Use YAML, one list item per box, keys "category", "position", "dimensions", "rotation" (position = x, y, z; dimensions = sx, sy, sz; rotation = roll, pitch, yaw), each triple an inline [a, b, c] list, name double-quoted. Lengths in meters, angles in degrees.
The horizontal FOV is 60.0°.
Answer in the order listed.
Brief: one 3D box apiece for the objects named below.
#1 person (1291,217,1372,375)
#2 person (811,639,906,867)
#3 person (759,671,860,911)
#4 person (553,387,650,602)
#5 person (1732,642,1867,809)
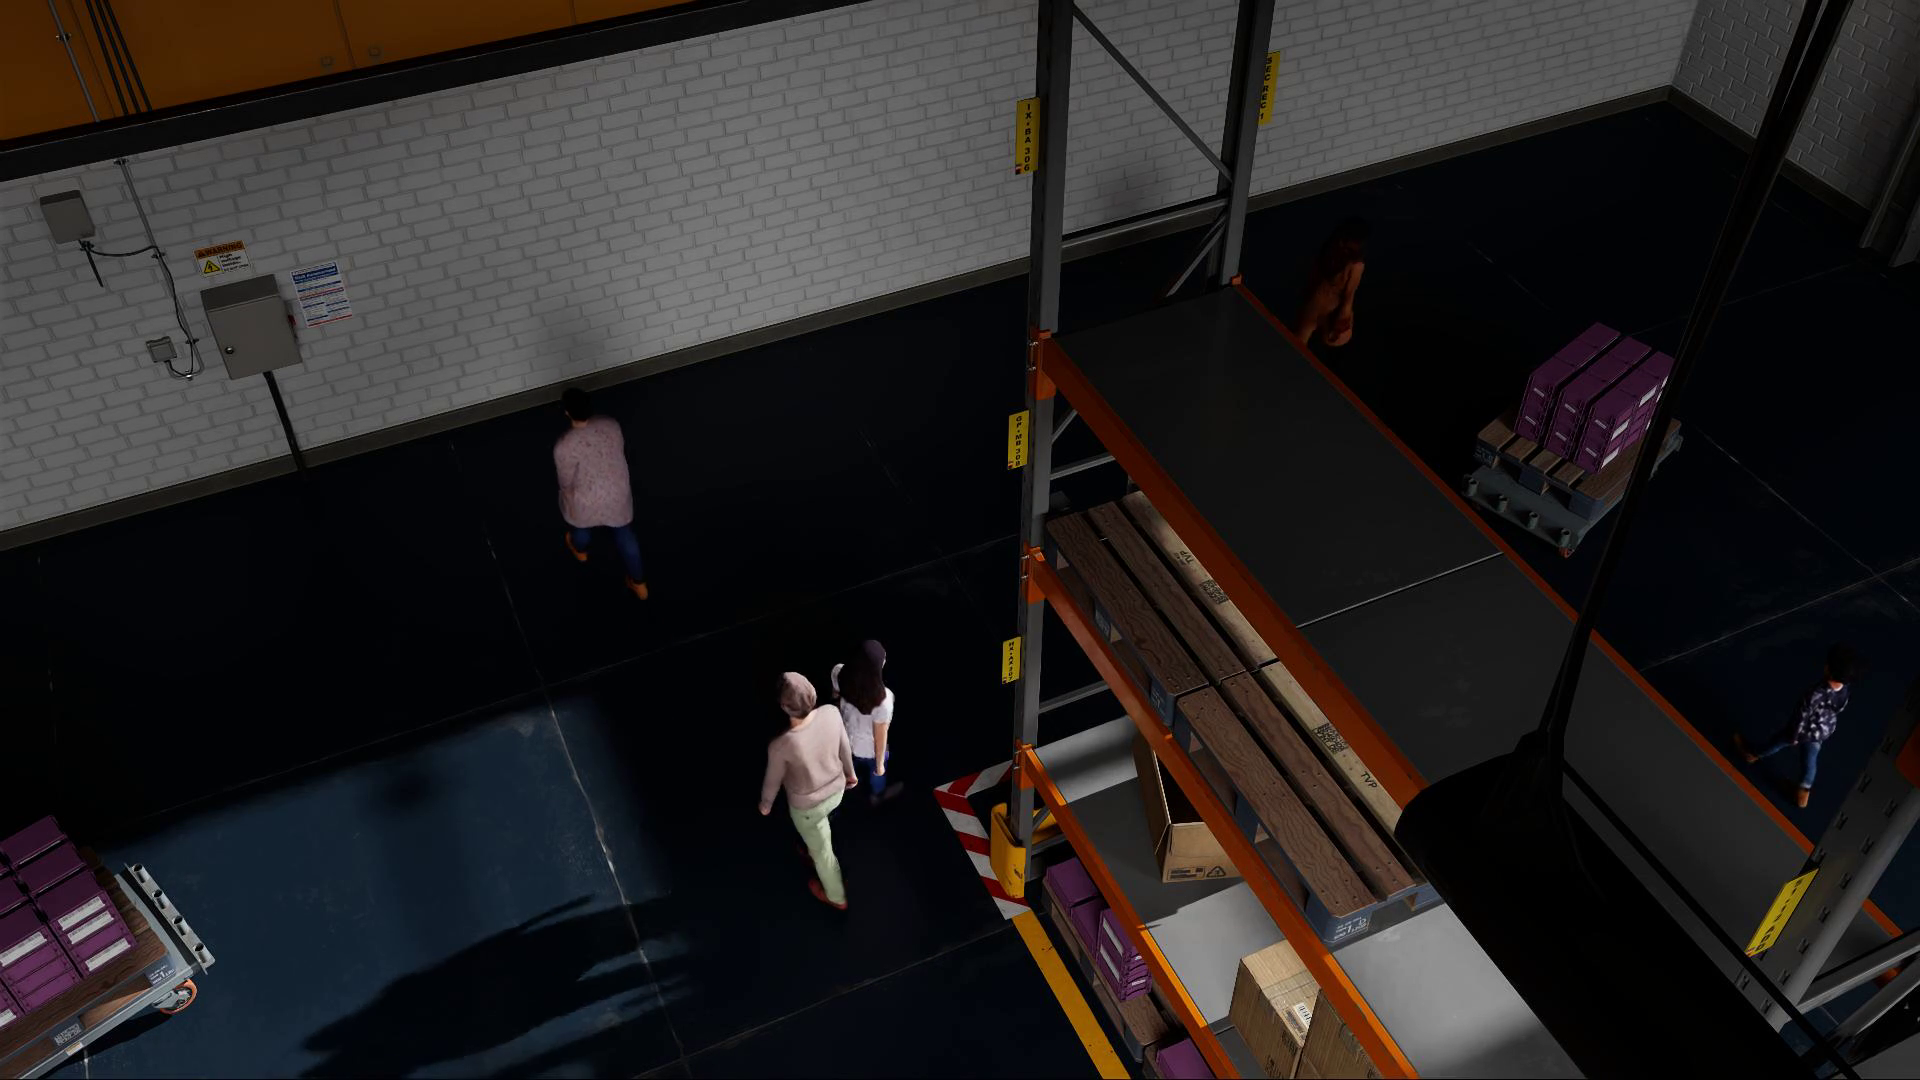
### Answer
- category: "person"
  position: [2.771, -1.717, 12.779]
  dimensions: [0.901, 1.693, 0.911]
  rotation: [-34, 53, -30]
- category: "person"
  position: [-0.636, 1.262, 9.692]
  dimensions: [1.170, 1.638, 1.064]
  rotation: [25, 49, 24]
- category: "person"
  position: [-0.751, 1.484, 9.307]
  dimensions: [0.911, 1.847, 0.839]
  rotation: [34, 53, 30]
- category: "person"
  position: [-2.413, -0.281, 11.268]
  dimensions: [0.843, 1.698, 1.163]
  rotation: [-28, 50, -26]
- category: "person"
  position: [5.216, 1.153, 10.110]
  dimensions: [0.502, 1.219, 0.808]
  rotation: [-18, 46, -18]
